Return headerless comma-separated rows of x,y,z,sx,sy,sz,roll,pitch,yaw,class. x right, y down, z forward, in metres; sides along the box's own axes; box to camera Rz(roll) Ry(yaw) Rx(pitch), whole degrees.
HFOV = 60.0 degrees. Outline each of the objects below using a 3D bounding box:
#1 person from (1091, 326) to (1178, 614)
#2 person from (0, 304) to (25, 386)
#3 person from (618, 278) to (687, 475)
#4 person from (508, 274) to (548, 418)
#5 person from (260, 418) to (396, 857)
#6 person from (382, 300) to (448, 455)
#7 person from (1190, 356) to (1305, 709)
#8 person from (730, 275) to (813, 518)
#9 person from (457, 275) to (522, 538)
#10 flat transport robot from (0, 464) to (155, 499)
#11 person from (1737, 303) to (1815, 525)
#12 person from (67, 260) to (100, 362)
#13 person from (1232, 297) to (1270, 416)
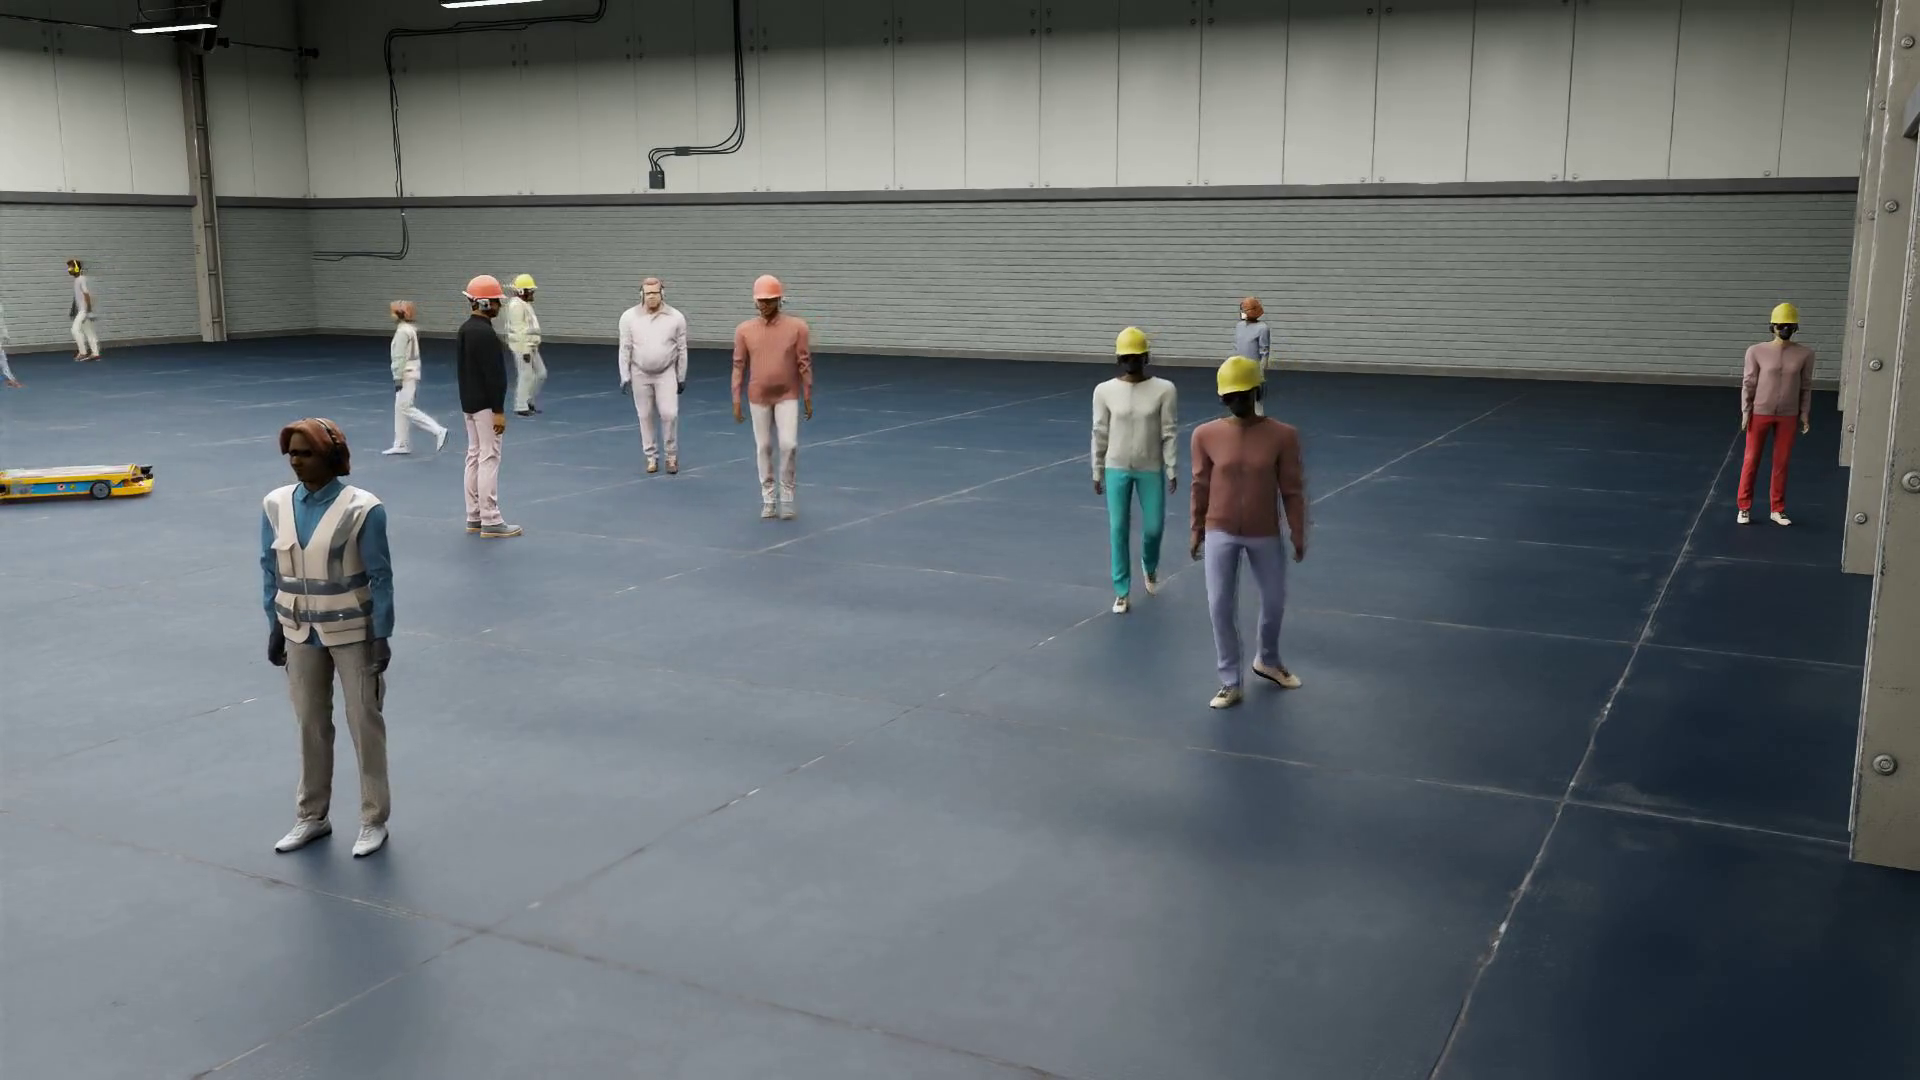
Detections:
1.072,-0.440,10.237,0.534,1.753,0.483,2,11,8,person
-14.751,-3.118,25.284,0.852,1.593,0.507,-1,10,-3,person
-2.952,-1.565,16.005,0.647,1.882,0.660,-2,10,-8,person
-5.437,-2.433,20.930,0.469,1.808,0.617,-1,10,-5,person
-2.334,0.360,6.171,0.515,1.641,0.314,2,11,13,person
-5.737,-1.689,17.376,0.623,1.621,0.522,-3,11,-14,person
1.414,-0.052,8.193,0.567,1.731,0.616,2,11,10,person
-1.528,-1.135,13.411,0.663,1.969,0.648,0,10,0,person
-3.623,-1.021,12.738,0.397,1.992,0.623,-7,13,-35,person
-7.909,-0.509,14.649,1.431,0.197,0.652,-4,11,-22,flat transport robot
6.471,-0.991,13.198,0.523,1.769,0.324,2,11,10,person
-16.082,-4.171,30.334,0.648,1.843,0.514,-7,12,-33,person
3.150,-1.831,18.139,0.279,1.633,0.499,-7,13,-35,person
